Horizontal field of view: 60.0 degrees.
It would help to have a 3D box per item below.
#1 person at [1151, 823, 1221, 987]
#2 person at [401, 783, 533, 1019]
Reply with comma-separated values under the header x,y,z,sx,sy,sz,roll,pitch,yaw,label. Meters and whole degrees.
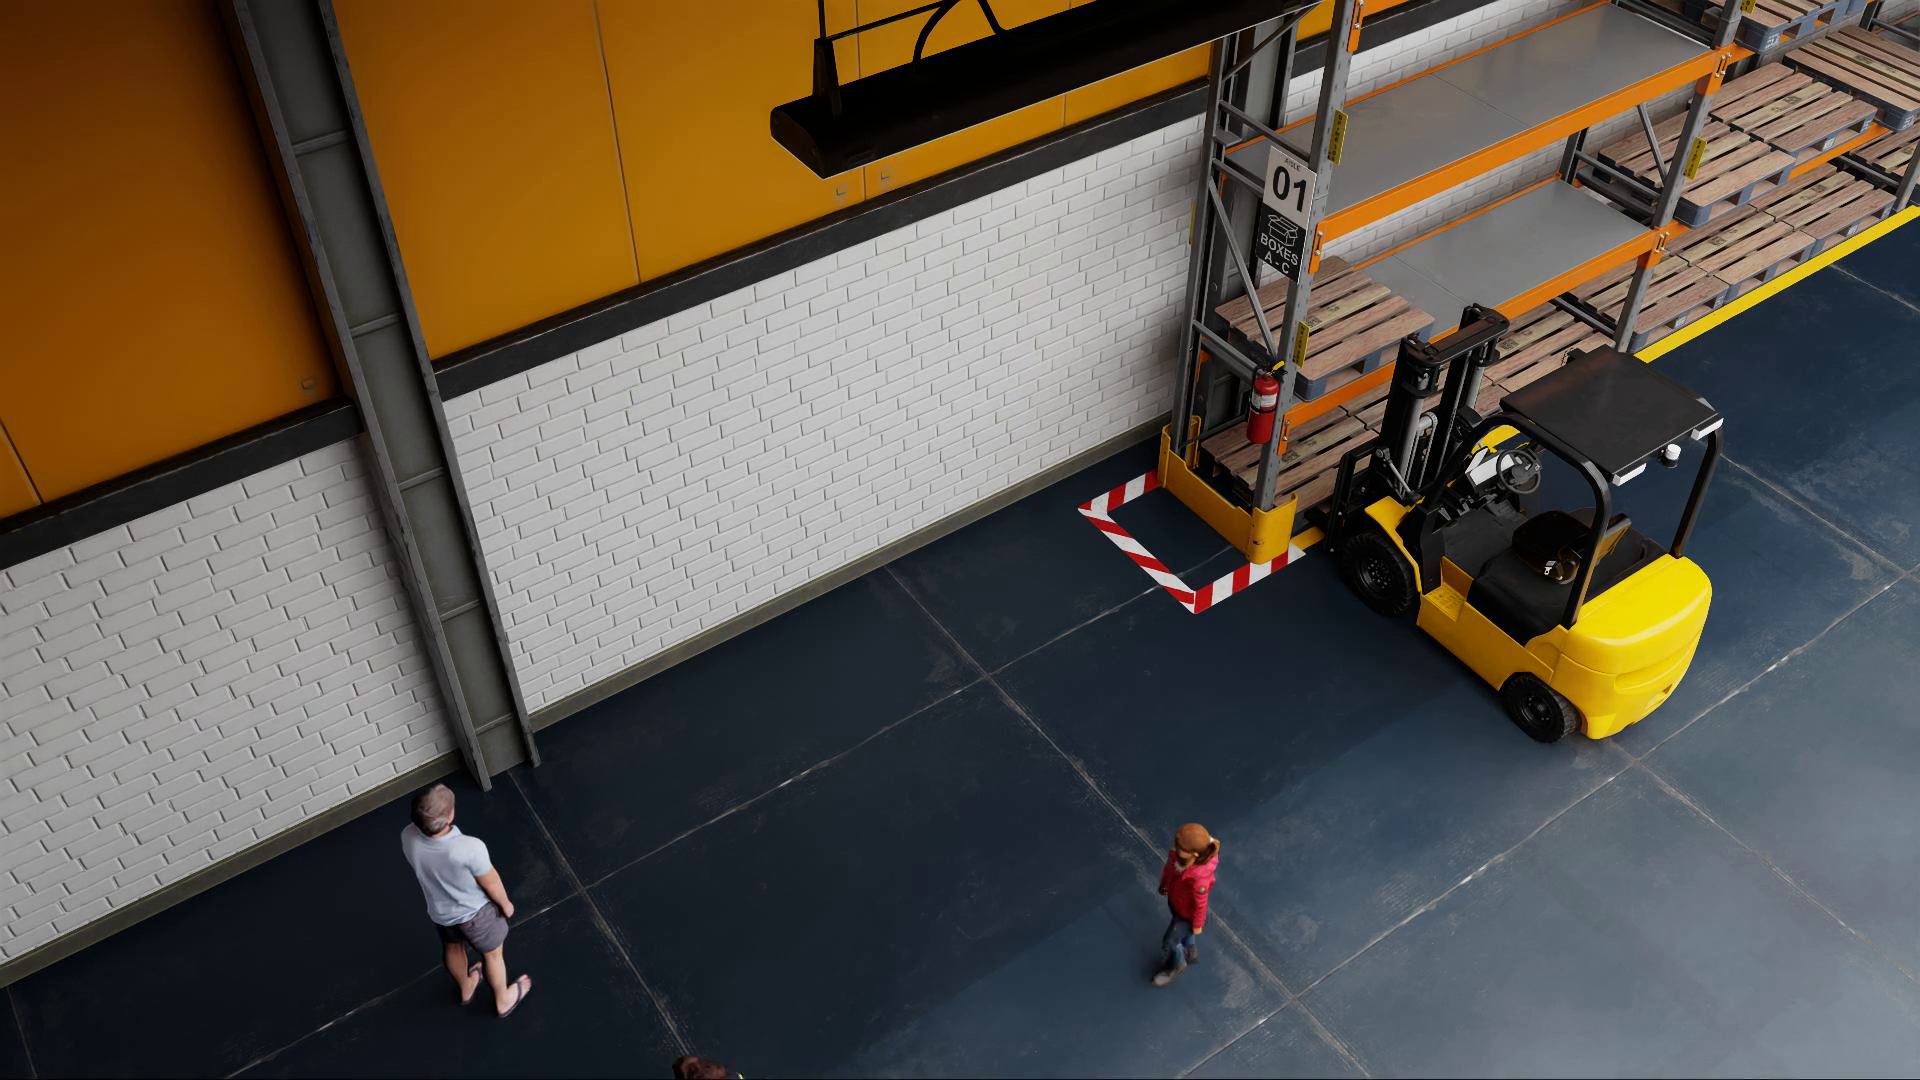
x,y,z,sx,sy,sz,roll,pitch,yaw,label
1.306,1.991,9.184,0.636,1.307,0.607,-10,45,-10,person
-2.666,1.949,8.848,0.739,1.830,0.779,11,45,11,person
